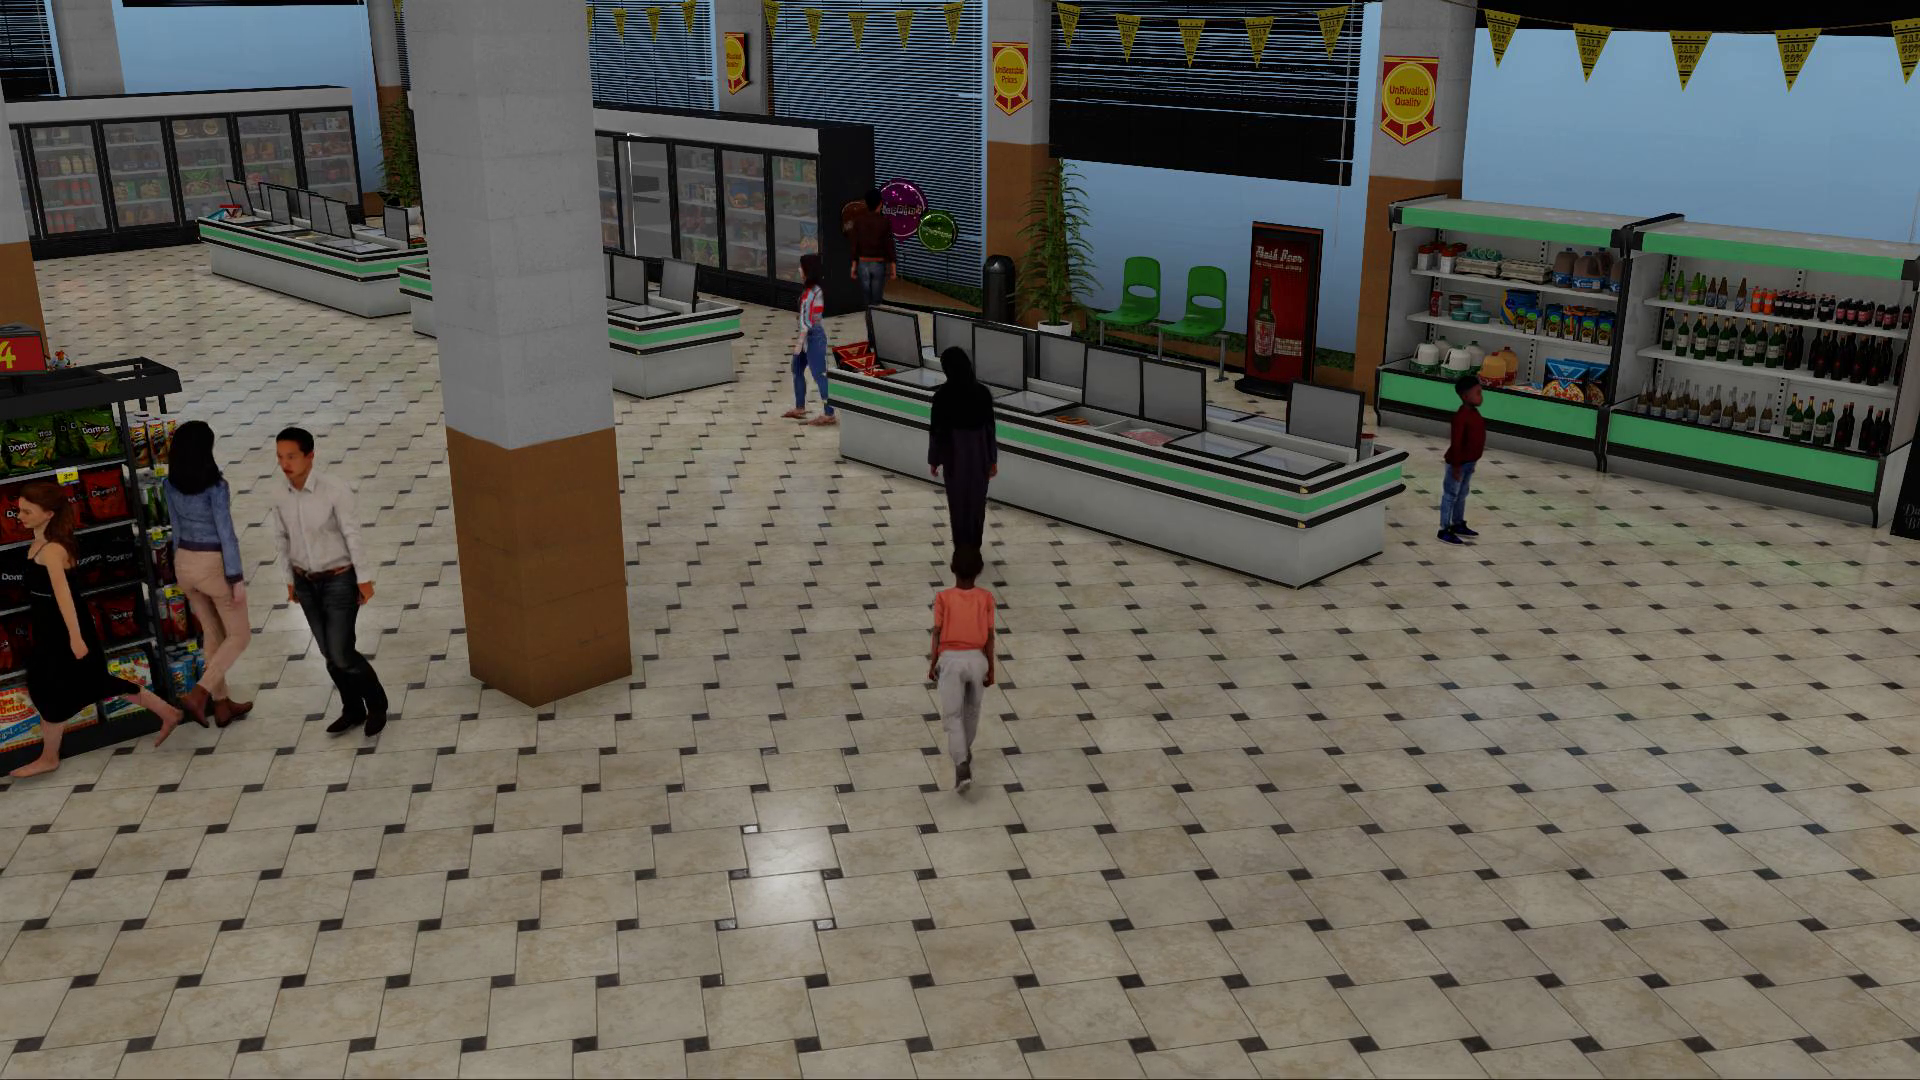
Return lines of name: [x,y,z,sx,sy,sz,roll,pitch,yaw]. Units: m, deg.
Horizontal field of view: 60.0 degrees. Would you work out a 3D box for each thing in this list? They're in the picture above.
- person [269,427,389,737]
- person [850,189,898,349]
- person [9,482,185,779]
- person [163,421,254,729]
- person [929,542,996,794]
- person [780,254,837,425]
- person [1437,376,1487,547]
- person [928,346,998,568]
person: [-3.407,0.233,9.049,0.778,1.790,0.864,4,19,12]
person: [-1.012,-3.051,18.828,0.802,1.765,0.880,4,19,12]
person: [-4.558,0.465,8.679,0.859,1.588,1.091,-9,21,-24]
person: [-4.162,0.244,9.065,0.891,1.759,0.886,6,19,16]
person: [0.017,0.662,8.544,0.814,1.300,0.940,-3,19,-8]
person: [-1.296,-1.858,15.556,0.873,1.595,0.829,-3,19,-9]
person: [3.720,-0.605,12.372,0.479,1.255,0.502,17,25,40]
person: [0.060,-0.540,11.628,0.938,1.607,1.072,-2,19,-4]
